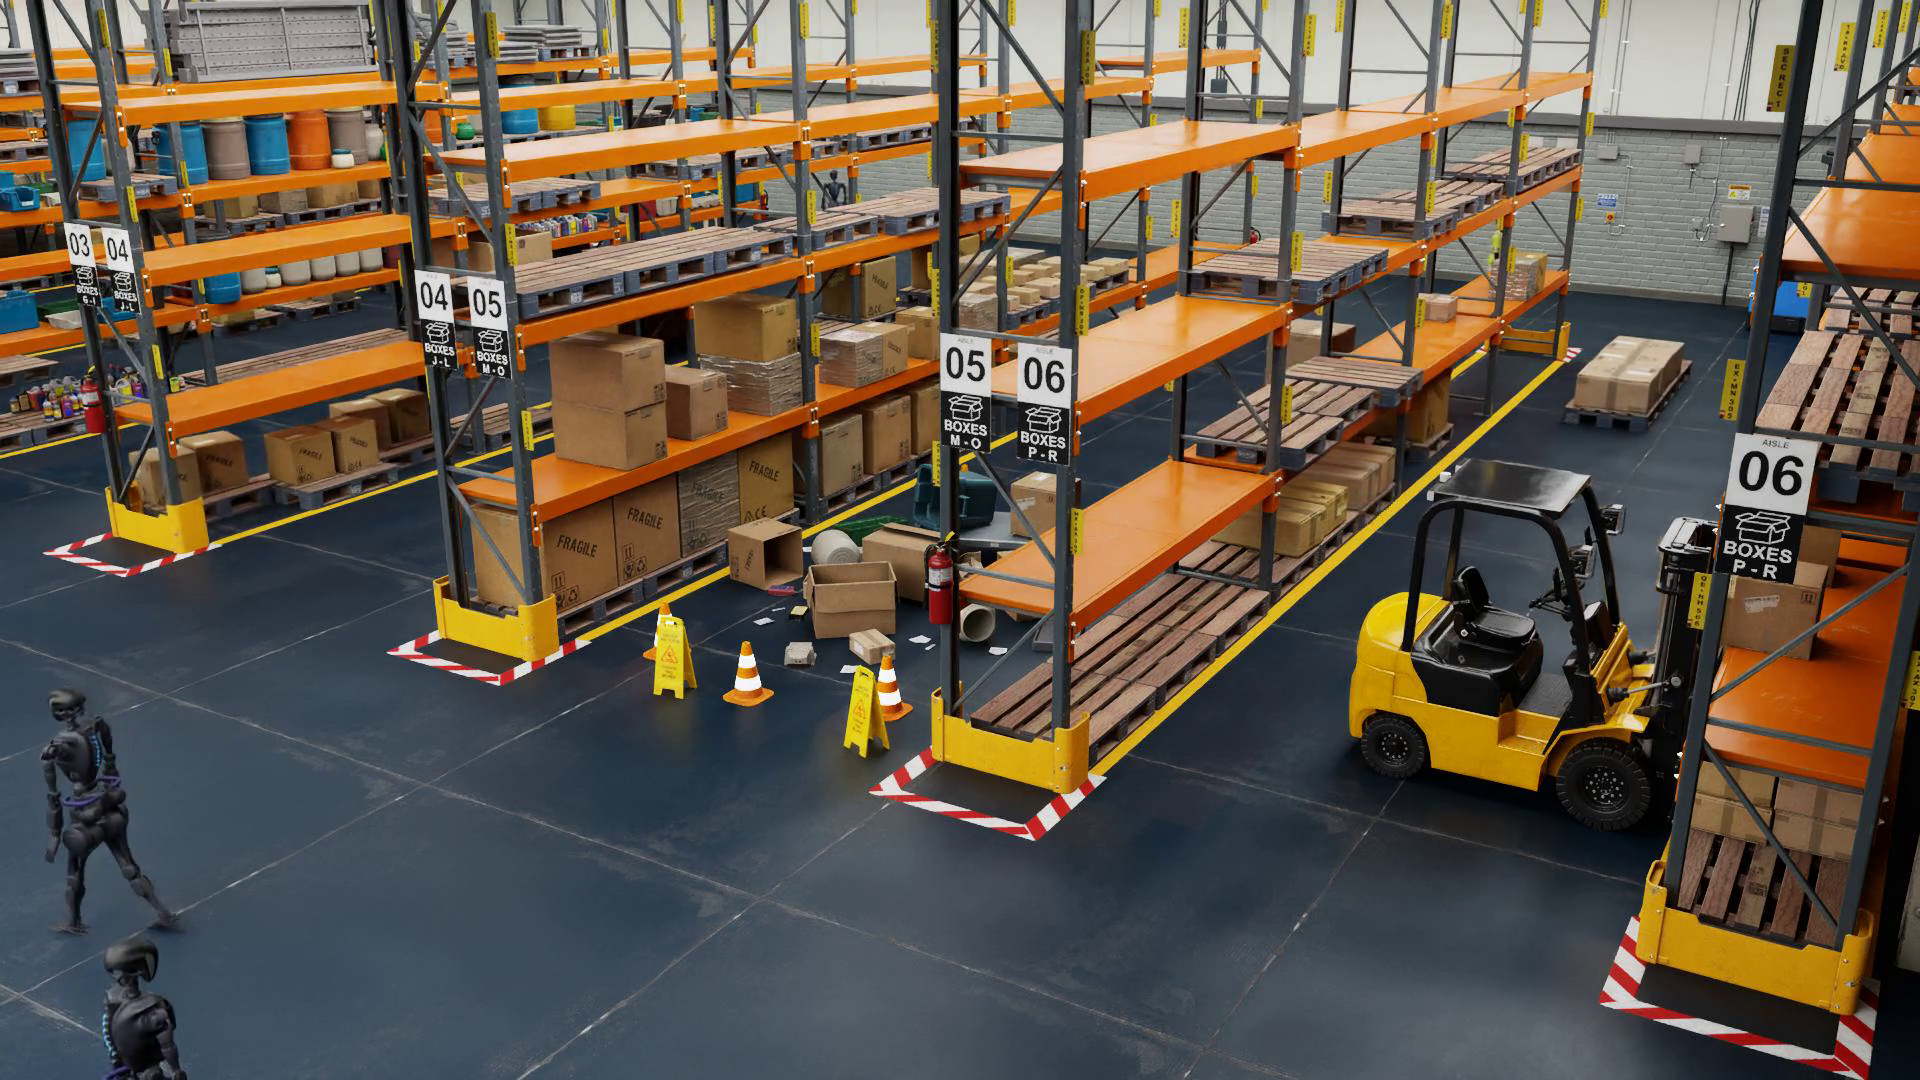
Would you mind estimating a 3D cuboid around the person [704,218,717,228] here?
[{"bbox_3d":[-5.235,-7.063,34.868,0.489,1.688,0.350,-6,20,-17],"label":"person"}]

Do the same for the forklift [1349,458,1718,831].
[{"bbox_3d":[3.988,0.658,11.776,2.313,2.155,1.214,11,22,29],"label":"forklift"}]

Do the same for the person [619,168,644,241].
[{"bbox_3d":[-6.596,-6.582,33.332,0.521,1.789,0.410,-1,19,-4],"label":"person"}]

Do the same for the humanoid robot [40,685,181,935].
[{"bbox_3d":[-5.135,1.617,9.865,0.786,1.631,0.586,4,19,11],"label":"humanoid robot"}]

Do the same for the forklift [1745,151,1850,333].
[{"bbox_3d":[13.620,-4.667,26.137,1.873,2.768,1.129,11,22,29],"label":"forklift"}]

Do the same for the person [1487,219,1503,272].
[{"bbox_3d":[8.933,-4.581,27.662,0.322,1.701,0.553,9,21,25],"label":"person"}]

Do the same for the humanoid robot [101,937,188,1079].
[{"bbox_3d":[-3.549,2.497,7.327,0.609,1.617,0.834,13,23,32],"label":"humanoid robot"}]

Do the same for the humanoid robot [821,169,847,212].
[{"bbox_3d":[-2.549,-6.724,33.935,0.608,1.639,0.614,-10,21,-26],"label":"humanoid robot"}]
